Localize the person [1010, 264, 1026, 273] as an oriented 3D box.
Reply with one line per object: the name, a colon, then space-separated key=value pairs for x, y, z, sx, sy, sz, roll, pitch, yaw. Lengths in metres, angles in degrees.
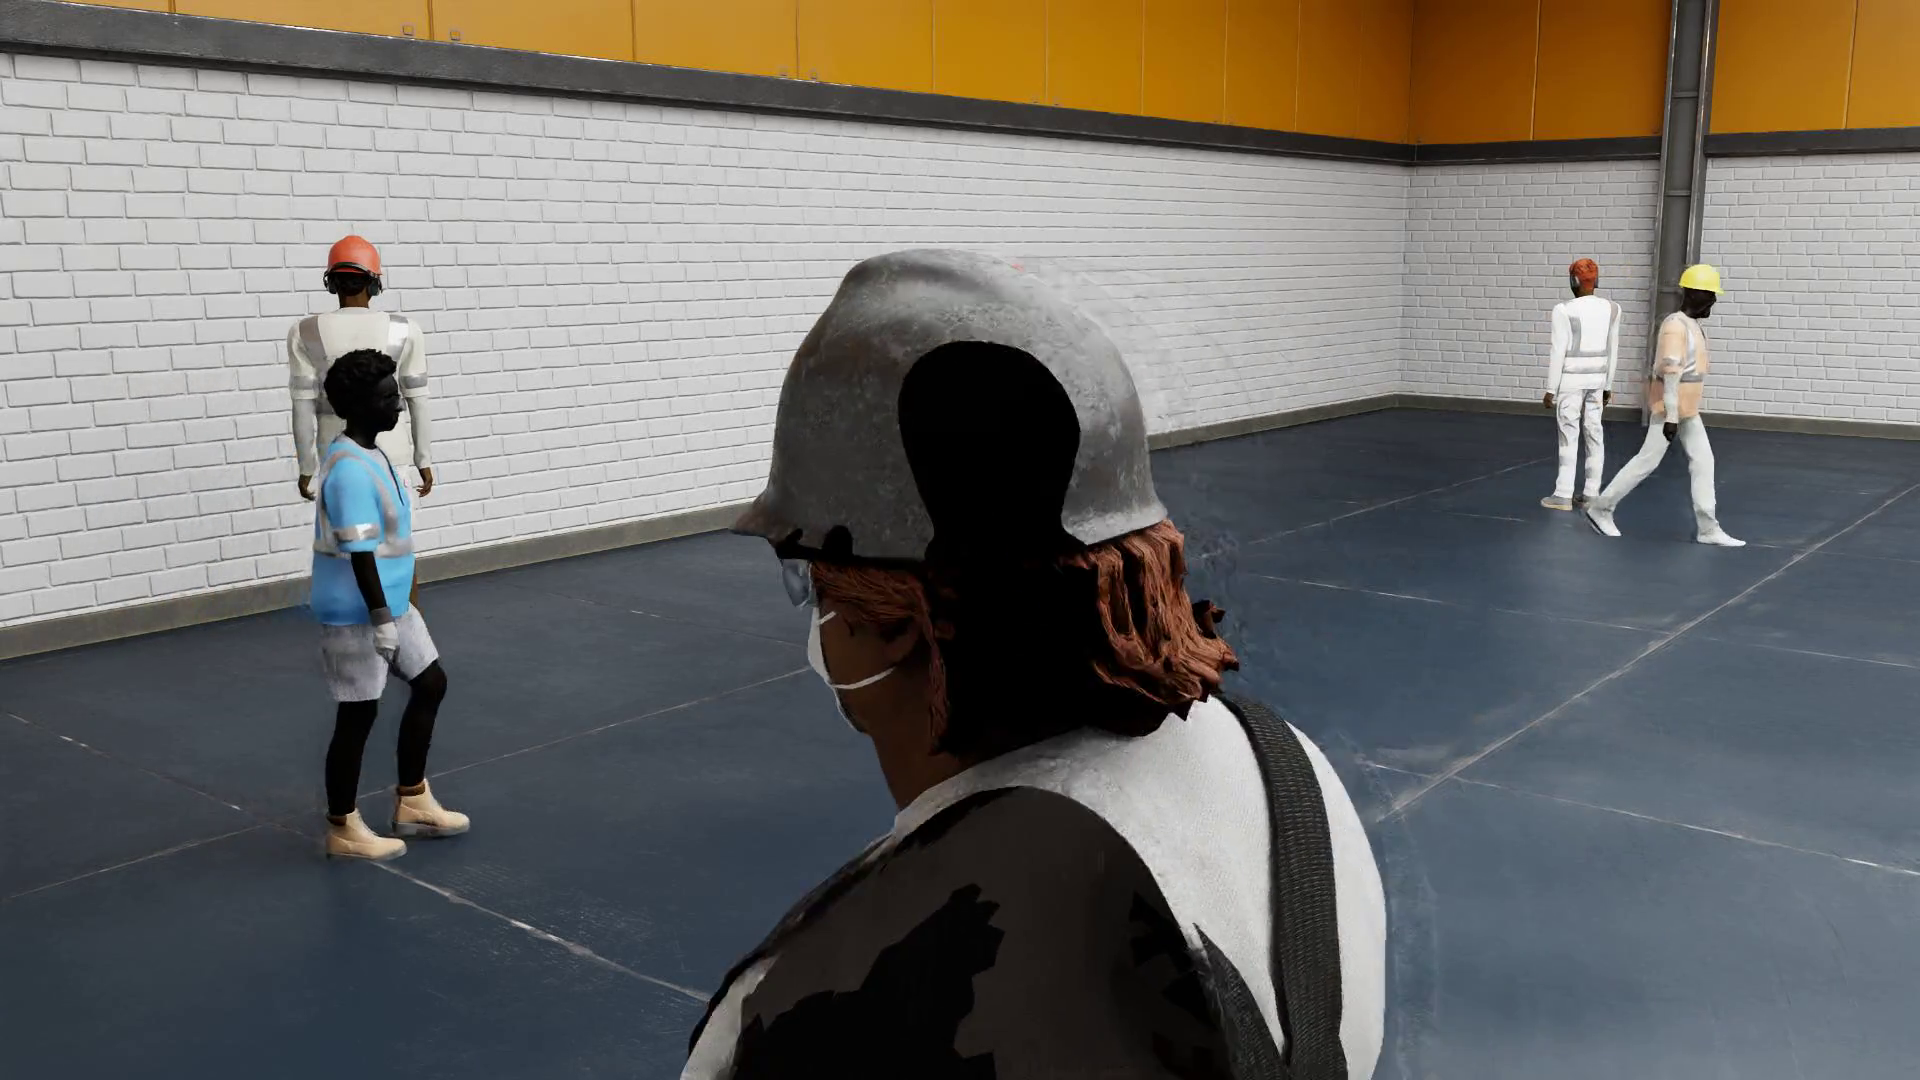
person: x=0.258 y=-0.428 z=8.402 sx=0.573 sy=1.891 sz=0.932 roll=5 pitch=12 yaw=27

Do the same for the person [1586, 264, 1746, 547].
person: x=4.752 y=-0.910 z=11.156 sx=1.005 sy=1.877 sz=0.605 roll=8 pitch=13 yaw=38

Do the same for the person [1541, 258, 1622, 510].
person: x=4.656 y=-1.163 z=12.504 sx=0.574 sy=1.886 sz=0.356 roll=-3 pitch=11 yaw=-16

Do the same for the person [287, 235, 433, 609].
person: x=-2.799 y=-0.395 z=7.812 sx=0.612 sy=2.041 sz=0.394 roll=-3 pitch=11 yaw=-18

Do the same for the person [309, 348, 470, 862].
person: x=-1.836 y=0.222 z=5.400 sx=0.571 sy=1.675 sz=0.547 roll=-2 pitch=10 yaw=-9
